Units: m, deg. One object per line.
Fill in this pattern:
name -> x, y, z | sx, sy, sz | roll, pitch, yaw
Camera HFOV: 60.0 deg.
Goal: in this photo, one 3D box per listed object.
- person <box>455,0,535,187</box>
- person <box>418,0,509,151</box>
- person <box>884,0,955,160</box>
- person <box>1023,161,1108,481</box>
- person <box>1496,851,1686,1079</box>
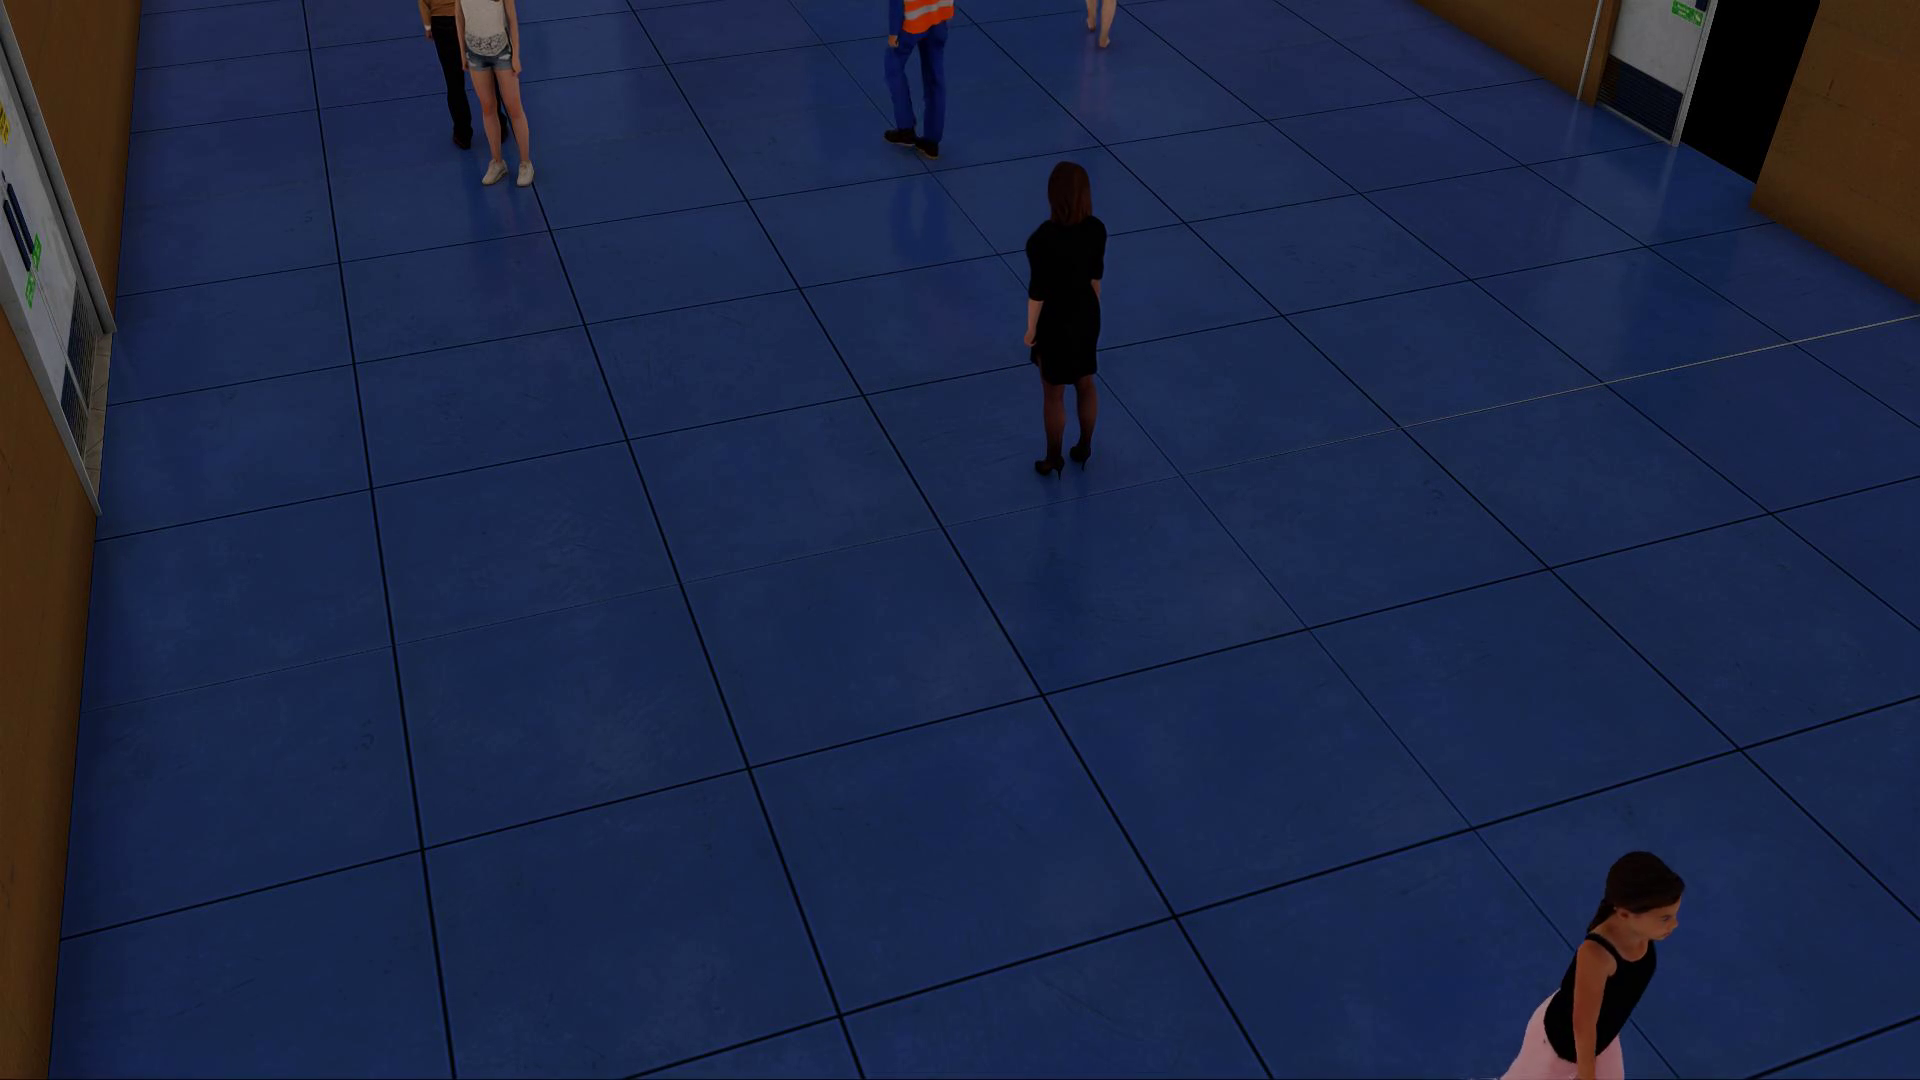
person -> -3.124, -3.242, 11.119 | 0.601, 1.759, 0.707 | 5, 37, 6
person -> -3.498, -3.611, 11.614 | 0.517, 1.754, 0.706 | -13, 39, -17
person -> -0.217, -3.500, 11.386 | 0.756, 1.851, 0.883 | -24, 43, -28
person -> 0.526, -1.066, 8.251 | 0.483, 1.705, 0.674 | -19, 41, -23
person -> 1.787, 1.475, 5.024 | 1.012, 1.531, 0.824 | -28, 45, -32
